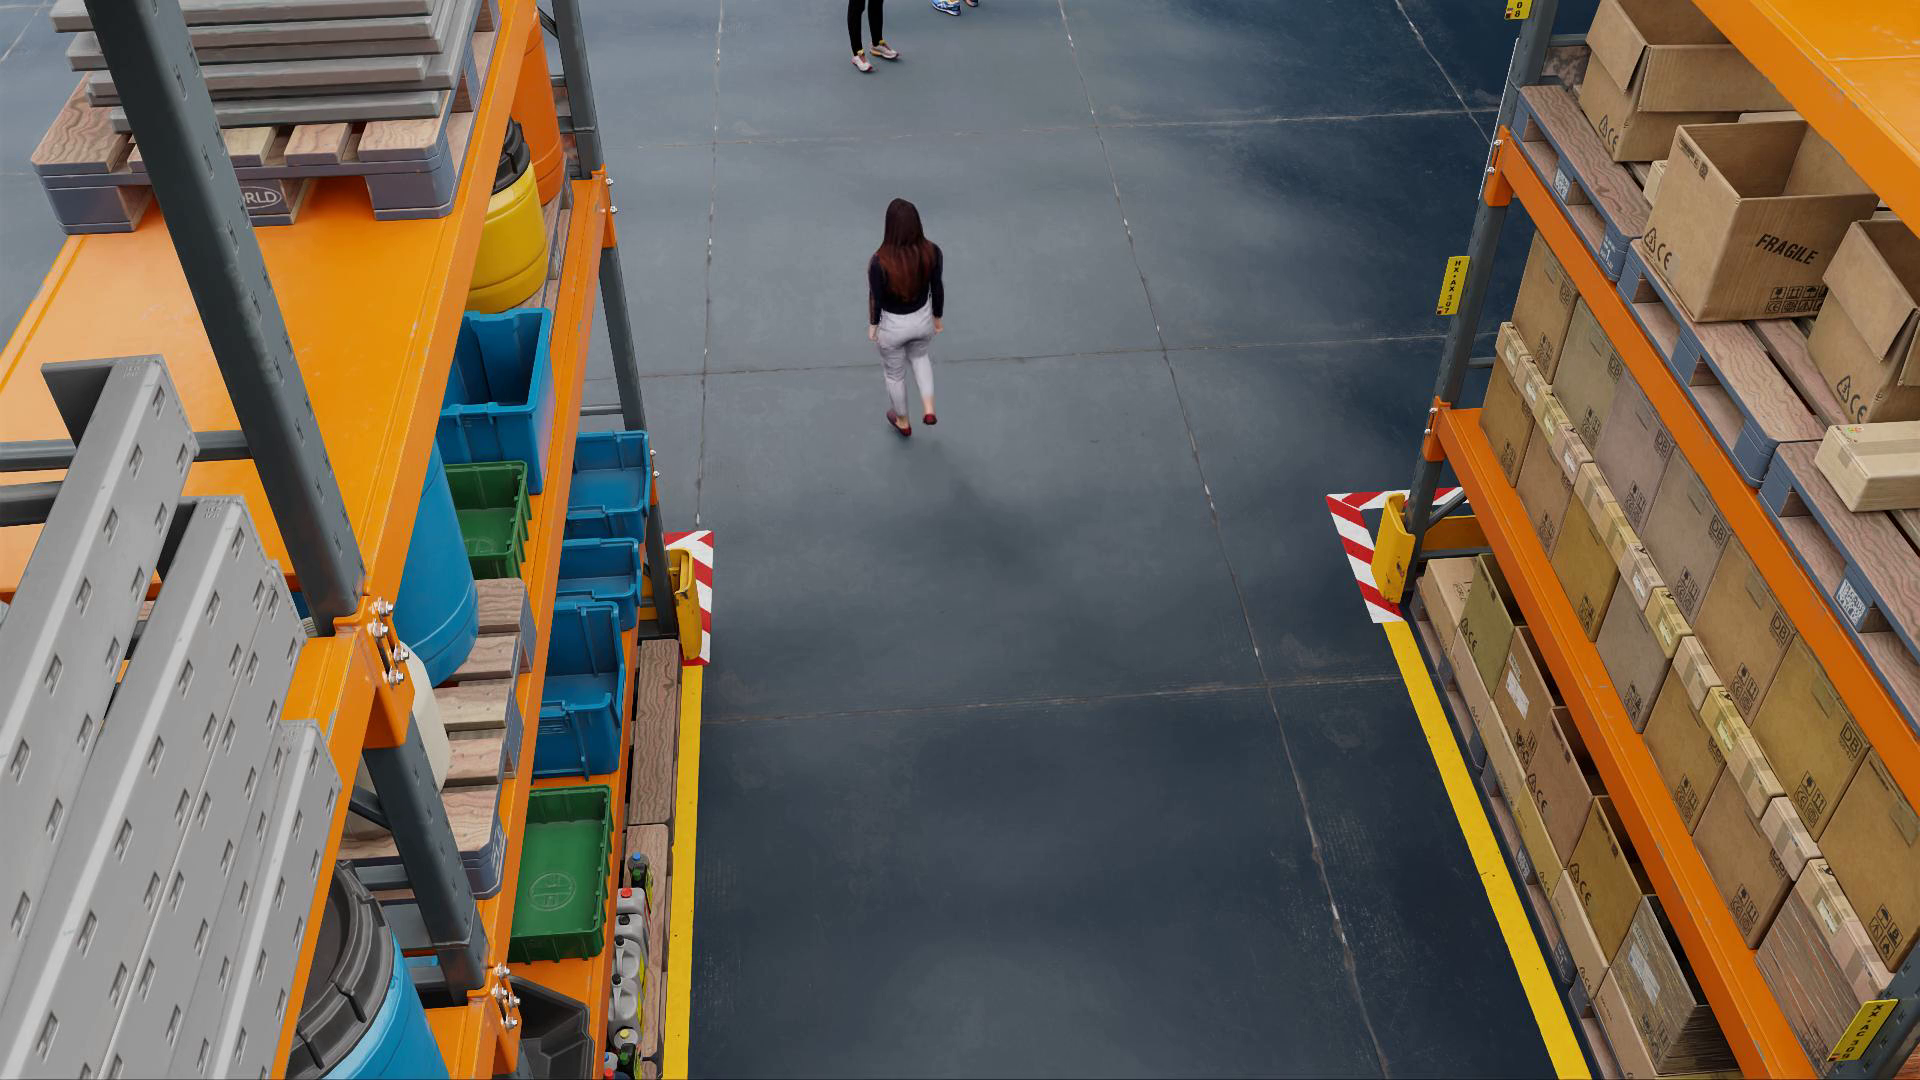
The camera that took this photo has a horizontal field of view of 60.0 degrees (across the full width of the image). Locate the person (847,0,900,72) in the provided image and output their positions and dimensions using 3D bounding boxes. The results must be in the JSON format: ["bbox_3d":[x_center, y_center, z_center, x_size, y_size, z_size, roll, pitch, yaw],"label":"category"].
[{"bbox_3d":[-0.743,-4.692,13.379,0.763,1.764,0.718,33,51,31],"label":"person"}]

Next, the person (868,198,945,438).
[{"bbox_3d":[-0.294,-1.227,9.689,0.710,1.597,0.755,-19,46,-20],"label":"person"}]

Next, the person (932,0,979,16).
[{"bbox_3d":[-0.007,-5.416,14.099,0.706,1.869,0.746,-32,51,-30],"label":"person"}]
